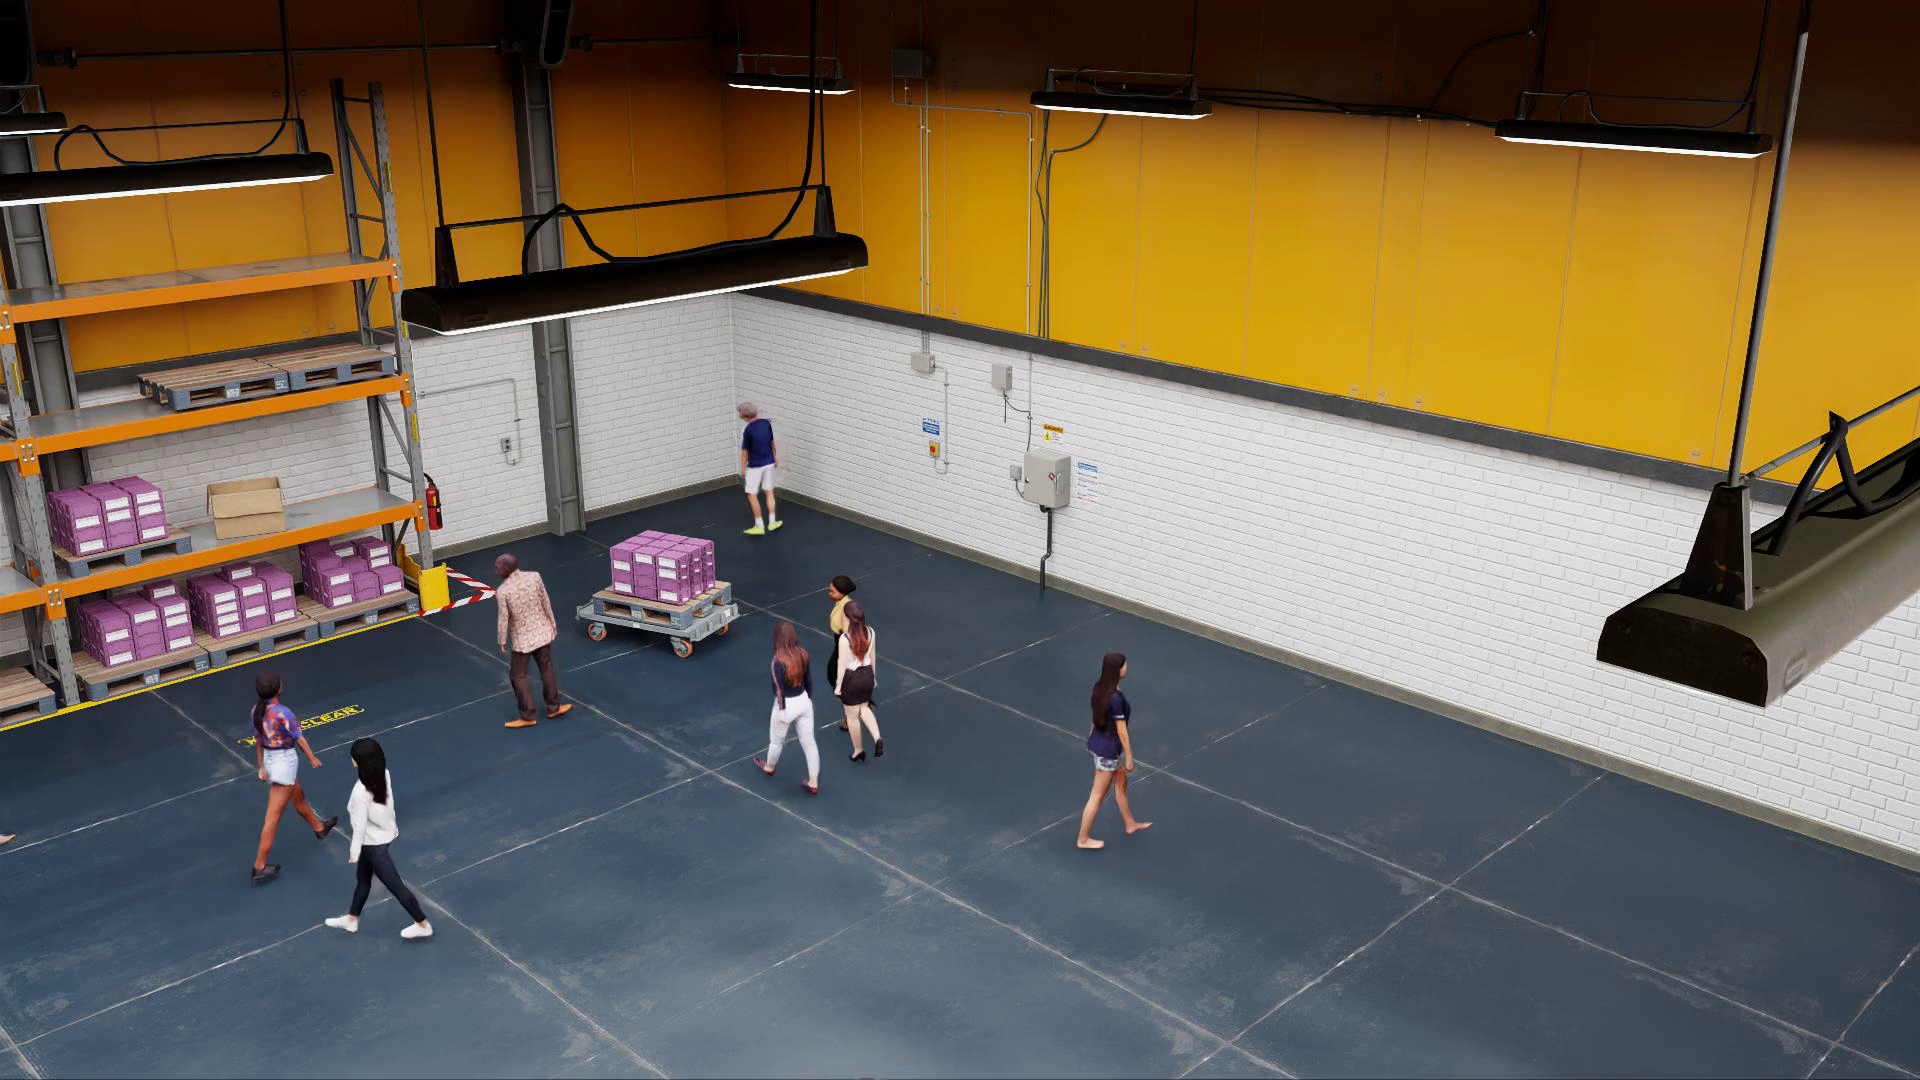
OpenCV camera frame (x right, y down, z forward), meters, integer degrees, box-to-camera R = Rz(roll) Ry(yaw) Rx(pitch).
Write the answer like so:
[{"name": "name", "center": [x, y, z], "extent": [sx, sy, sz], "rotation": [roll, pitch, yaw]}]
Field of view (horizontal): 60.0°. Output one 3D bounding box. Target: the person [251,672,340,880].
[{"name": "person", "center": [-5.621, 1.954, 13.594], "extent": [0.839, 1.680, 1.264], "rotation": [9, 21, 26]}]

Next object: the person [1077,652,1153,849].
[{"name": "person", "center": [1.143, 1.800, 13.966], "extent": [1.057, 1.735, 0.889], "rotation": [-5, 19, -16]}]

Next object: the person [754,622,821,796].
[{"name": "person", "center": [-1.482, 1.551, 14.979], "extent": [0.926, 1.562, 0.670], "rotation": [-17, 25, -42]}]

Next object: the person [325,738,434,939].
[{"name": "person", "center": [-4.336, 2.307, 12.591], "extent": [1.134, 1.652, 1.090], "rotation": [1, 19, 2]}]

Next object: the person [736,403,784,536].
[{"name": "person", "center": [-2.606, -0.983, 22.131], "extent": [0.461, 1.798, 0.875], "rotation": [-10, 21, -28]}]

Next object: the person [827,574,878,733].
[{"name": "person", "center": [-1.044, 1.102, 16.187], "extent": [0.866, 1.640, 0.801], "rotation": [-3, 19, -9]}]

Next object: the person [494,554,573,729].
[{"name": "person", "center": [-4.189, 0.956, 16.412], "extent": [0.538, 1.774, 0.956], "rotation": [-10, 21, -27]}]

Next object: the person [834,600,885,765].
[{"name": "person", "center": [-0.899, 1.364, 15.417], "extent": [0.608, 1.637, 0.611], "rotation": [-17, 25, -41]}]
